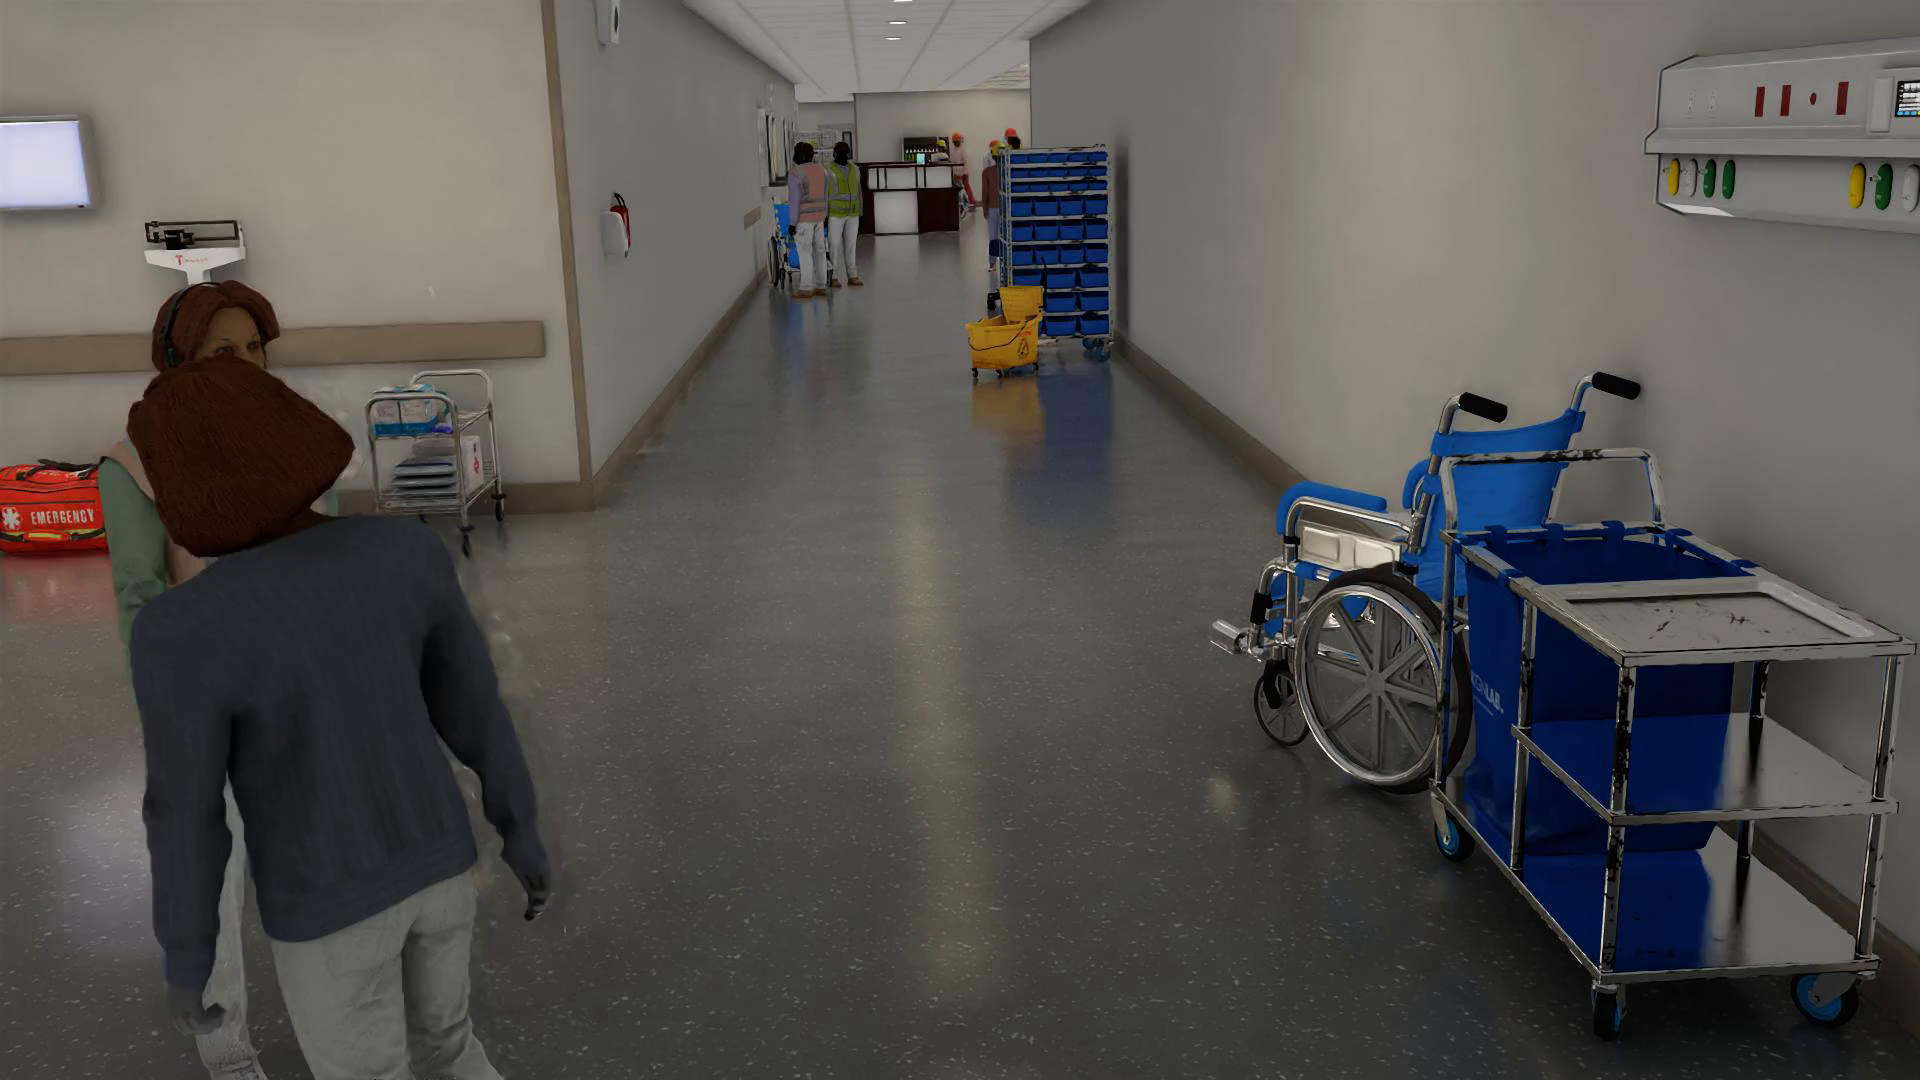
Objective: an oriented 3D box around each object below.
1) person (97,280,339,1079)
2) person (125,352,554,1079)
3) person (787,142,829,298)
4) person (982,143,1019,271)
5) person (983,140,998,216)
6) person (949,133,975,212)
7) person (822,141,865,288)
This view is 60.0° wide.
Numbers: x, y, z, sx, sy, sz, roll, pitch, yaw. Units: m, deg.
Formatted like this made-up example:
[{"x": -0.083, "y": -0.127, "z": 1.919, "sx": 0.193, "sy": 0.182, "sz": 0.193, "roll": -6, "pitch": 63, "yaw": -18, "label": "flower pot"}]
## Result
[{"x": -1.395, "y": 0.313, "z": 3.295, "sx": 0.311, "sy": 1.642, "sz": 0.513, "roll": 6, "pitch": 16, "yaw": 28, "label": "person"}, {"x": -0.877, "y": 0.525, "z": 2.425, "sx": 0.436, "sy": 1.600, "sz": 0.528, "roll": 7, "pitch": 16, "yaw": 31, "label": "person"}, {"x": -1.840, "y": -3.835, "z": 19.974, "sx": 0.429, "sy": 1.847, "sz": 0.627, "roll": 9, "pitch": 17, "yaw": 37, "label": "person"}, {"x": 0.564, "y": -4.589, "z": 22.976, "sx": 0.521, "sy": 1.758, "sz": 0.348, "roll": 0, "pitch": 14, "yaw": 7, "label": "person"}, {"x": 0.797, "y": -8.457, "z": 38.864, "sx": 0.564, "sy": 1.743, "sz": 0.352, "roll": -12, "pitch": 17, "yaw": -38, "label": "person"}, {"x": 0.003, "y": -8.967, "z": 40.679, "sx": 0.649, "sy": 1.933, "sz": 1.043, "roll": 8, "pitch": 17, "yaw": 36, "label": "person"}, {"x": -1.498, "y": -4.166, "z": 21.313, "sx": 0.620, "sy": 1.837, "sz": 0.429, "roll": -10, "pitch": 16, "yaw": -32, "label": "person"}]
